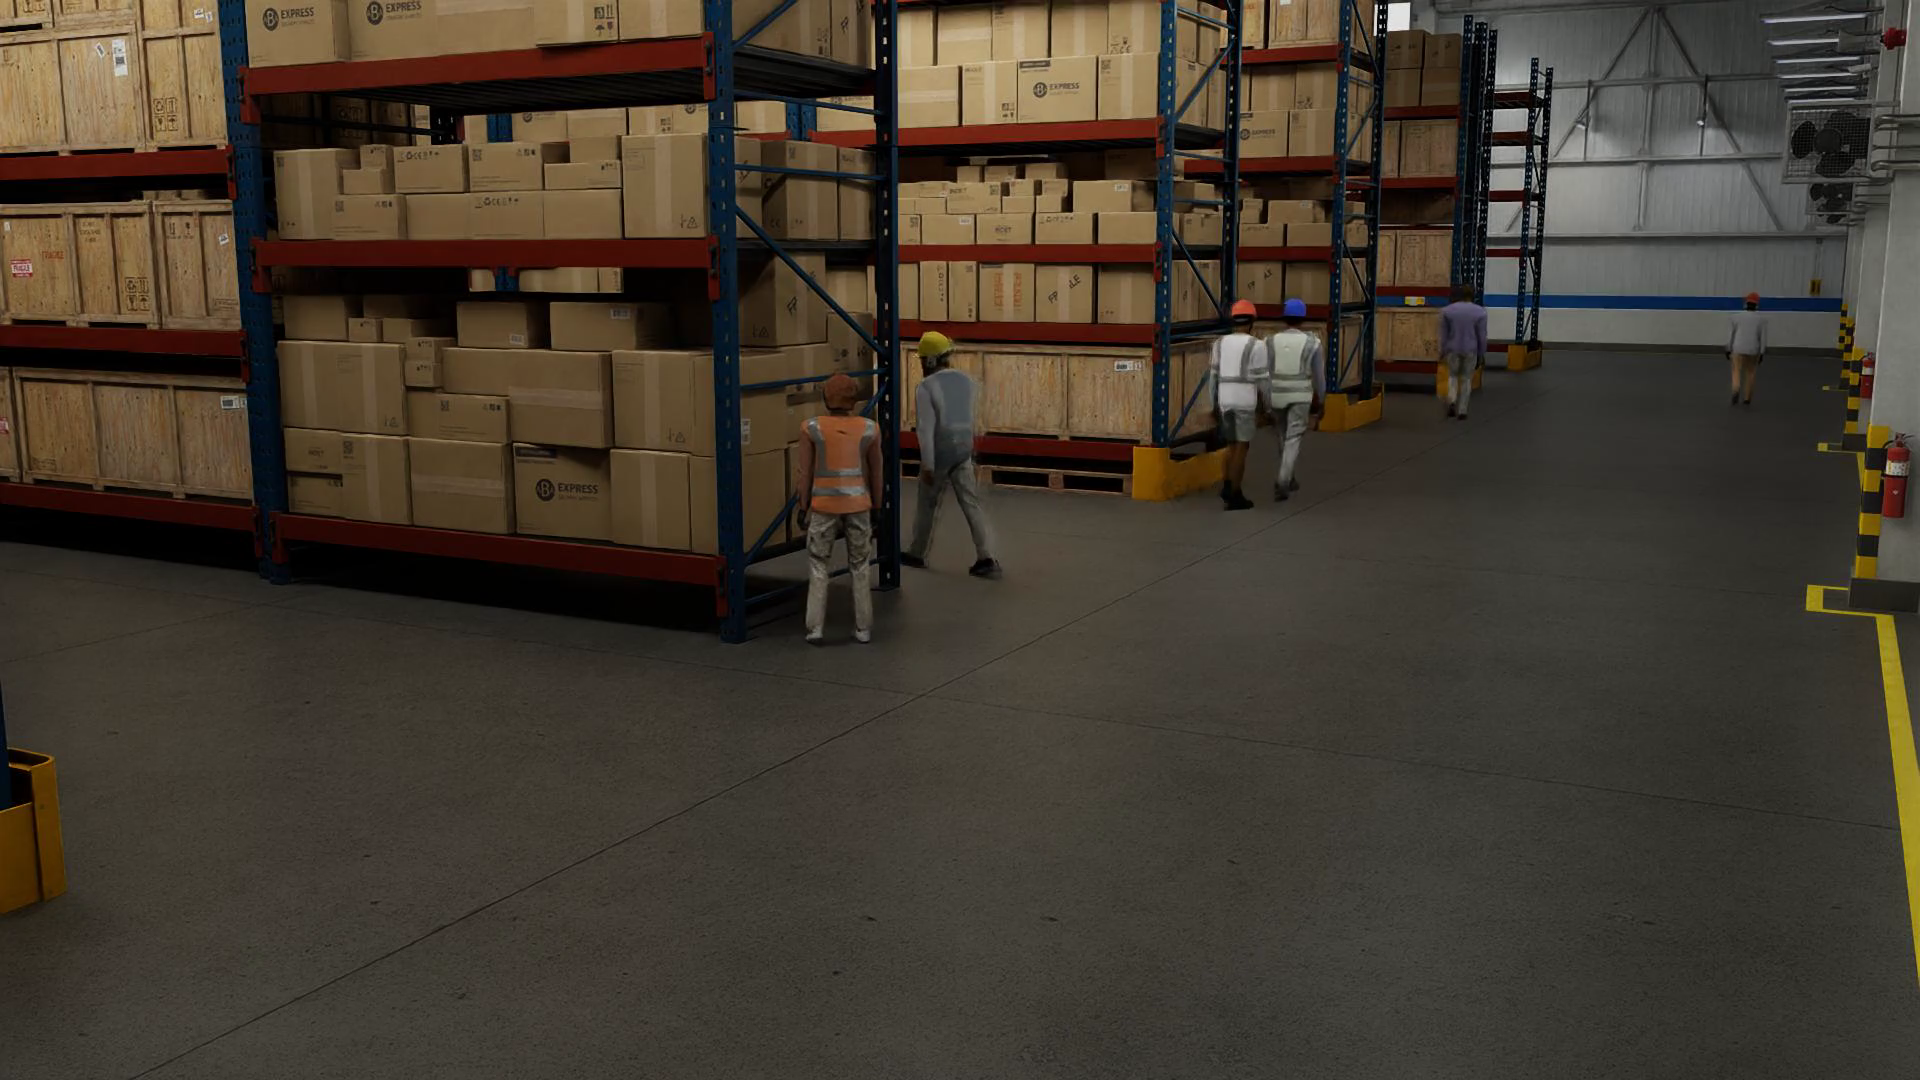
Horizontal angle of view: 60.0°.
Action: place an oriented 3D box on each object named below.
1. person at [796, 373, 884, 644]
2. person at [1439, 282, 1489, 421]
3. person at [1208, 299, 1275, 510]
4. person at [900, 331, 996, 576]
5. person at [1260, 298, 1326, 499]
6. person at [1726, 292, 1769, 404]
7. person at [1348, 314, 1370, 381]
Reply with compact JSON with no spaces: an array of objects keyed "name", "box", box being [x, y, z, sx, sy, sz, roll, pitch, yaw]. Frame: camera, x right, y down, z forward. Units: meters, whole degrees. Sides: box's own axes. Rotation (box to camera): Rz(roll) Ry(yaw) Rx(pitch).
[{"name":"person","box":[-0.707,-0.174,9.886,0.527,1.630,0.315,-2,10,-11]},{"name":"person","box":[7.024,-2.618,23.169,0.656,1.922,0.444,6,11,29]},{"name":"person","box":[2.553,-1.228,15.159,0.489,1.905,0.581,-9,14,-44]},{"name":"person","box":[-0.091,-0.623,12.077,0.598,1.784,0.965,-8,13,-40]},{"name":"person","box":[3.168,-1.357,15.920,0.625,1.913,0.946,5,11,26]},{"name":"person","box":[12.074,-2.932,25.527,0.574,1.733,0.582,5,11,26]},{"name":"person","box":[5.869,-2.792,24.830,0.510,1.692,0.898,-5,11,-27]}]
